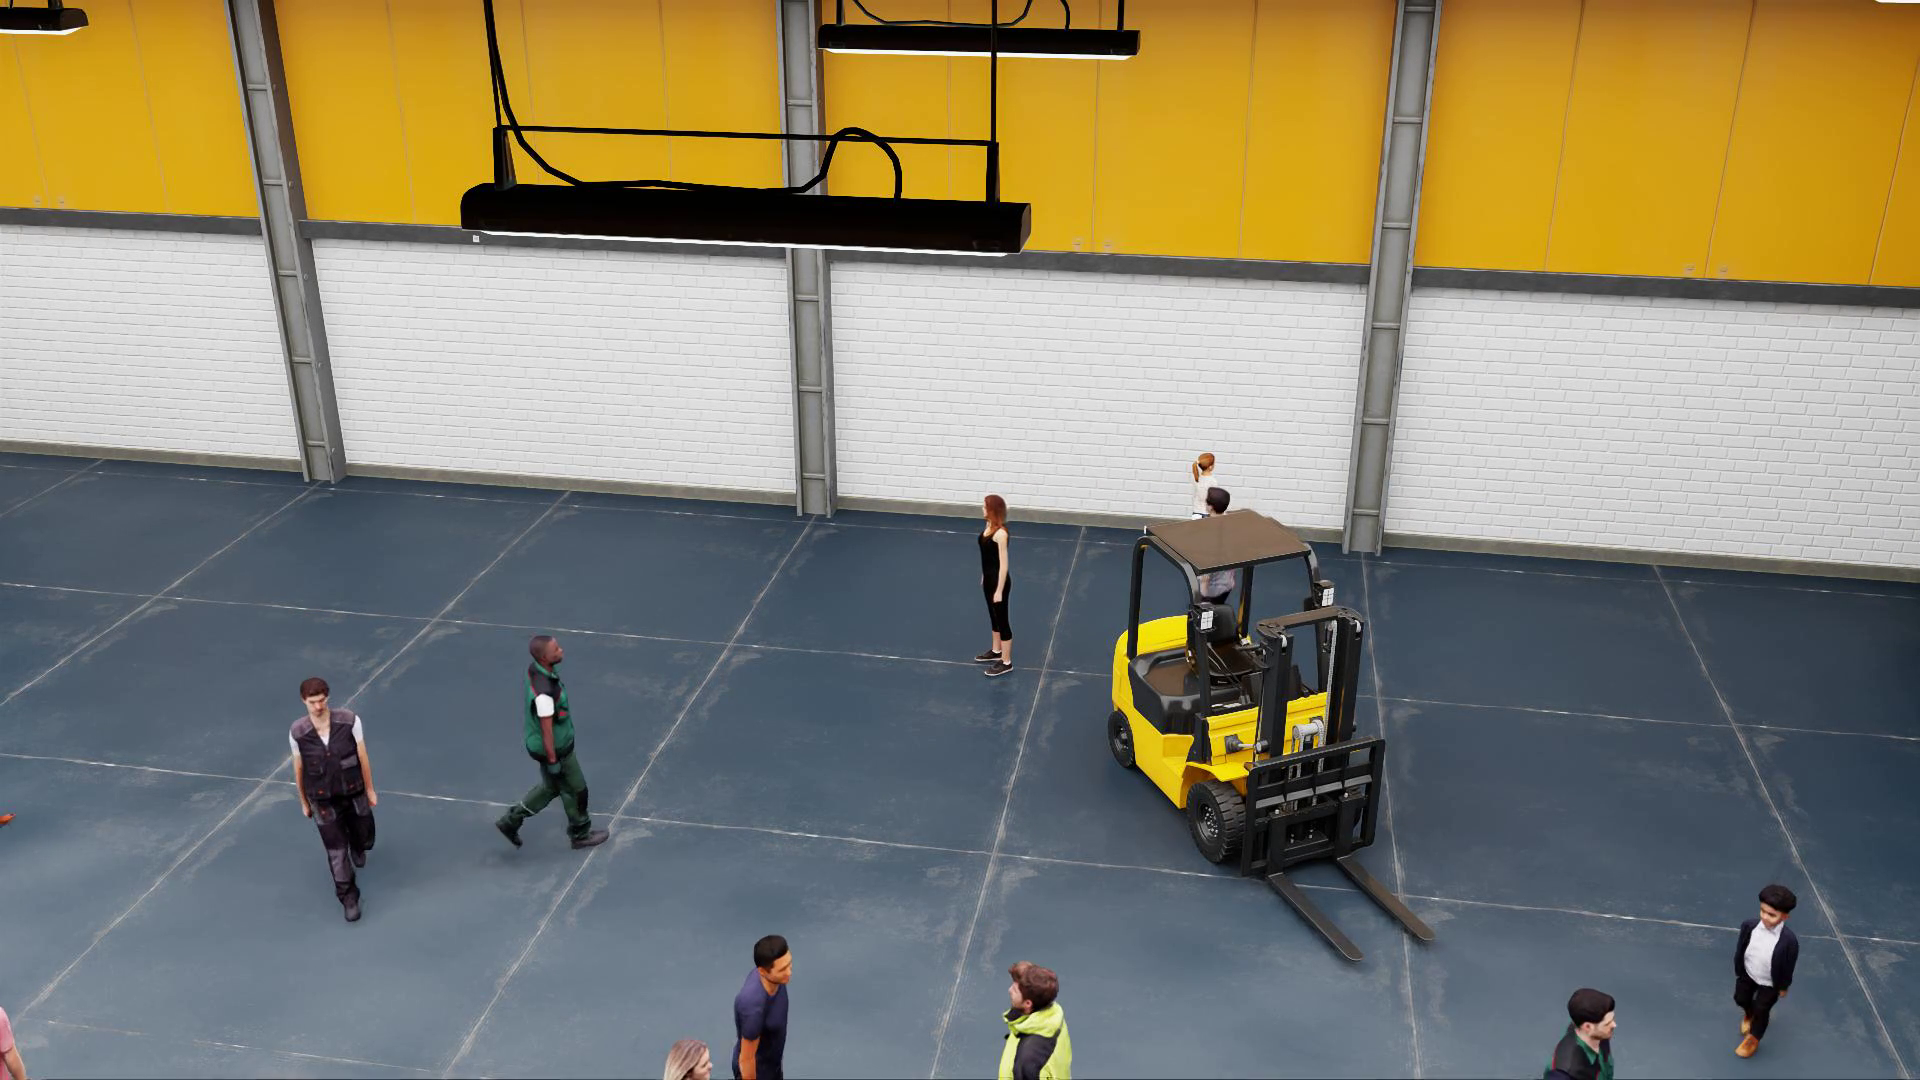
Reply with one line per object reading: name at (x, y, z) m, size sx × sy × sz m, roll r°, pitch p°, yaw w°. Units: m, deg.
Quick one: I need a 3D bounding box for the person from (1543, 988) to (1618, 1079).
person at (3.081, 3.063, 8.661) m, size 0.916 × 1.892 × 0.863 m, roll 15°, pitch 28°, yaw 30°

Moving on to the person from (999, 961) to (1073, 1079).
person at (0.391, 3.029, 8.628) m, size 0.619 × 1.981 × 0.763 m, roll 5°, pitch 24°, yaw 10°

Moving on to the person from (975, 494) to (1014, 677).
person at (0.333, 0.381, 15.006) m, size 0.653 × 1.724 × 0.653 m, roll -7°, pitch 25°, yaw -15°

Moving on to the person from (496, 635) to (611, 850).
person at (-3.083, 1.528, 12.265) m, size 1.174 × 1.818 × 1.009 m, roll -8°, pitch 25°, yaw -17°

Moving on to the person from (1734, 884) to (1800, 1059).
person at (5.065, 2.663, 10.419) m, size 0.729 × 1.216 × 0.675 m, roll -21°, pitch 31°, yaw -39°

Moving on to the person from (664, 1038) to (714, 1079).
person at (-1.383, 3.238, 8.504) m, size 0.527 × 1.696 × 0.585 m, roll 7°, pitch 24°, yaw 15°

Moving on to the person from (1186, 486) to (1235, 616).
person at (2.307, 0.436, 14.715) m, size 0.928 × 1.856 × 1.025 m, roll -21°, pitch 31°, yaw -39°

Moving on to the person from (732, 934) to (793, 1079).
person at (-1.182, 2.899, 9.197) m, size 0.885 × 1.762 × 0.725 m, roll 3°, pitch 24°, yaw 7°

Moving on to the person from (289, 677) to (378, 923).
person at (-4.389, 1.753, 11.730) m, size 1.032 × 1.835 × 1.034 m, roll -10°, pitch 26°, yaw -22°

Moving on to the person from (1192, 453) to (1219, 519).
person at (2.488, -0.271, 17.007) m, size 0.623 × 1.316 × 0.555 m, roll -22°, pitch 32°, yaw -40°
